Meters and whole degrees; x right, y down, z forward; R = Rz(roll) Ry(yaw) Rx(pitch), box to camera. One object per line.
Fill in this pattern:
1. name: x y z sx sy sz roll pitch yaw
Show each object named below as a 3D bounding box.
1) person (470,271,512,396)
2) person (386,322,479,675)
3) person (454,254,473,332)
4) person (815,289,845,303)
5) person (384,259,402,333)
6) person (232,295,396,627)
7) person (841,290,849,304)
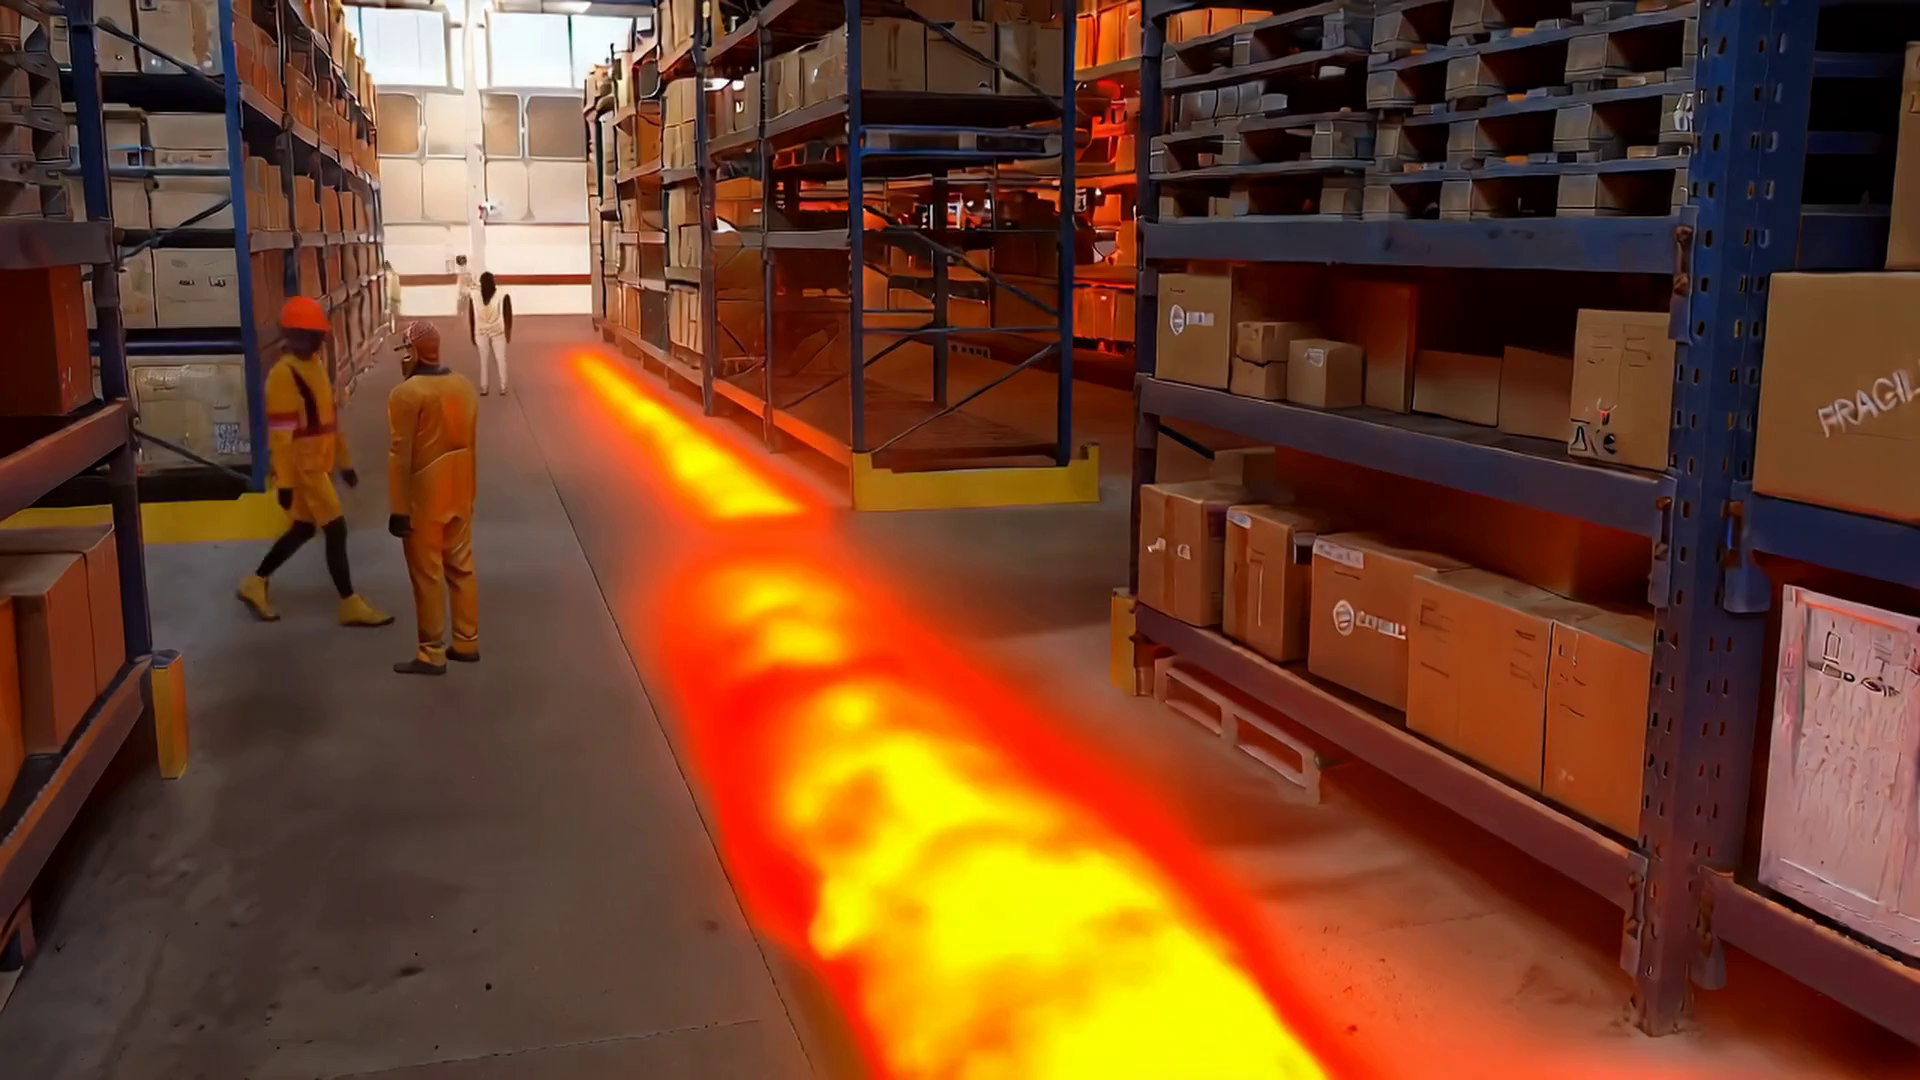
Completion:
1. person: -6.955 -3.052 24.659 0.624 1.841 0.430 1 10 4
2. person: -2.872 -0.226 9.013 0.399 1.899 0.646 3 11 18
3. person: -12.303 -6.094 41.070 0.538 1.928 0.644 -4 11 -21
4. person: -2.328 -3.943 29.896 0.532 1.708 0.943 -1 10 -3
5. person: -13.841 -5.915 40.444 0.504 1.799 0.630 -1 10 -4
6. person: -3.966 -0.461 9.989 0.978 2.014 0.606 -1 10 -3
7. person: -2.870 -6.539 44.007 0.563 1.752 0.327 4 11 22
